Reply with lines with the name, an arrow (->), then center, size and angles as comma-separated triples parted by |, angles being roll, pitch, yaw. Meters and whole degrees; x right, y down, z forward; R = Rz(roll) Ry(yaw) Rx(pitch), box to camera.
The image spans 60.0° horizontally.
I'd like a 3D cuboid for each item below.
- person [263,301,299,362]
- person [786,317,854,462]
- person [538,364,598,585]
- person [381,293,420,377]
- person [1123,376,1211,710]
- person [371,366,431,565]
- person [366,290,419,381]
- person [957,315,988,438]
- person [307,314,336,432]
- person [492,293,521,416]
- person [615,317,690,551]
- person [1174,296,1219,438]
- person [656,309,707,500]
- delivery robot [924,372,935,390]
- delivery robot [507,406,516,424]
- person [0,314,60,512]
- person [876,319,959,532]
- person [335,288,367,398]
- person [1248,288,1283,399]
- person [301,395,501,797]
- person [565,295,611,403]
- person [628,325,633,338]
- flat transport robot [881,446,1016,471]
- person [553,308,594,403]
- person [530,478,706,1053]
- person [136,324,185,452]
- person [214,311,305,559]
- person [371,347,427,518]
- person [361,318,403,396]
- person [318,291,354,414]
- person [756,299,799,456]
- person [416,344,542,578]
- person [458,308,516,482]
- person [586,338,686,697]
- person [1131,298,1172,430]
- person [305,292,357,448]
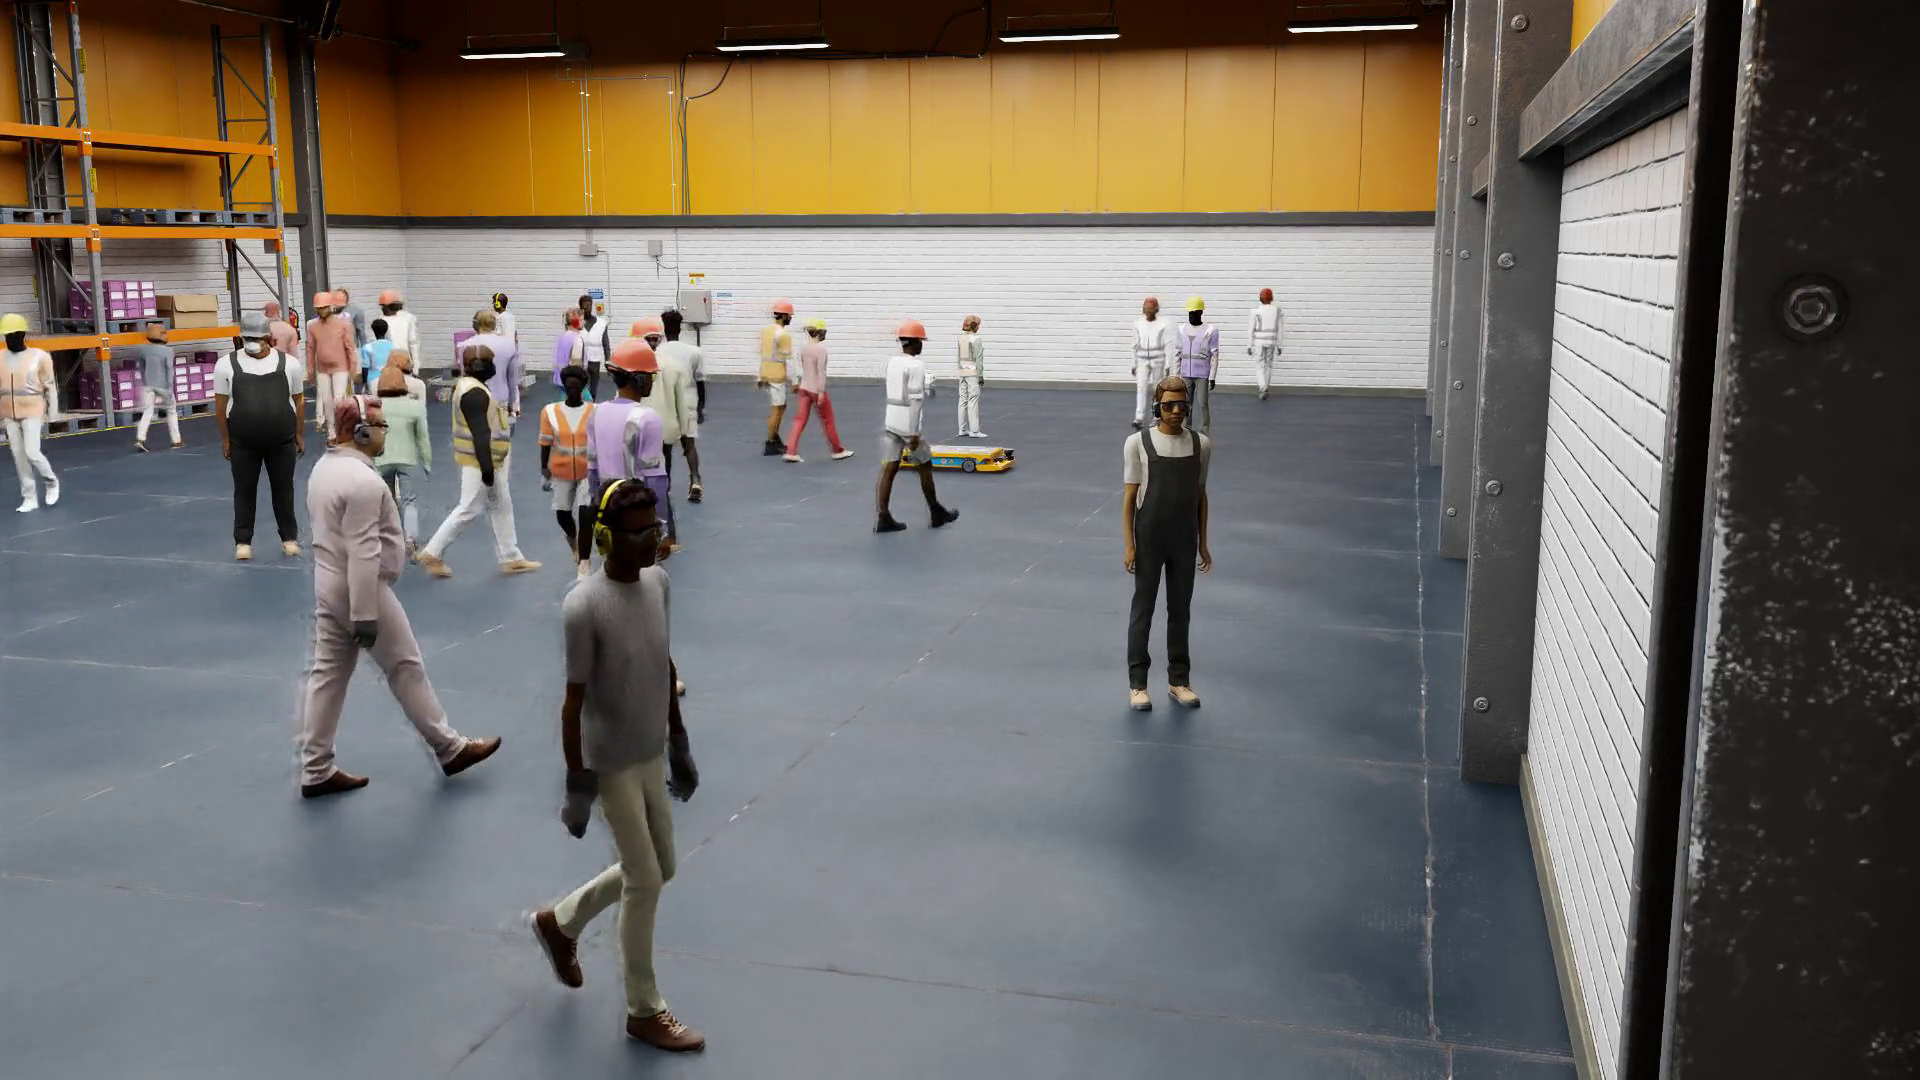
person -> -8.918, -2.179, 21.627 | 0.622, 1.857, 0.969 | -4, 11, -19
person -> -1.709, -1.776, 19.734 | 0.906, 1.716, 0.529 | -9, 14, -42
person -> -2.945, -0.530, 12.787 | 0.534, 1.672, 0.693 | -1, 10, -7
person -> -8.979, -3.057, 26.696 | 0.608, 1.812, 0.420 | -5, 11, -26
person -> 1.148, 0.018, 9.202 | 0.505, 1.846, 0.346 | -3, 10, -14
person -> -4.497, -0.585, 13.300 | 0.514, 1.601, 0.748 | -3, 10, -17
person -> -7.311, -2.232, 21.538 | 1.055, 2.004, 0.615 | 6, 12, 32
person -> 0.142, -2.184, 22.253 | 0.310, 1.640, 0.514 | -7, 12, -34
person -> -8.742, -2.428, 23.004 | 0.513, 1.864, 0.331 | -3, 11, -18
person -> -6.798, -2.748, 24.826 | 0.315, 1.860, 0.509 | 3, 10, 17
person -> -2.695, -0.913, 14.175 | 0.651, 1.942, 0.995 | -10, 14, -44
person -> 2.953, -2.092, 20.917 | 0.594, 1.926, 0.366 | 7, 12, 34
person -> -2.854, -1.367, 16.827 | 0.614, 1.931, 0.966 | -4, 11, -22
delivery robot -> -0.781, -2.704, 28.002 | 0.707, 0.478, 0.477 | 2, 10, 9
delivery robot -> -6.279, -1.734, 22.507 | 0.477, 0.478, 0.707 | -6, 12, -33
person -> -9.029, -1.220, 16.022 | 0.595, 1.912, 0.439 | 1, 10, 3
person -> -0.400, -1.029, 14.991 | 0.932, 1.891, 0.561 | -8, 13, -38
person -> -9.717, -2.996, 26.143 | 0.646, 1.888, 0.966 | 1, 10, 5
person -> 5.084, -3.255, 27.673 | 0.587, 1.871, 0.719 | -1, 10, -5
person -> -2.700, 0.249, 7.823 | 0.952, 1.860, 0.679 | -8, 13, -39
person -> -5.239, -2.508, 23.426 | 0.605, 1.880, 0.976 | -5, 11, -25
person -> -3.414, -1.472, 17.958 | 0.490, 1.727, 0.519 | -6, 11, -29
flat transport robot -> -0.128, -0.952, 19.148 | 1.431, 0.197, 0.652 | 3, 10, 15
person -> -4.433, -1.814, 19.609 | 0.704, 1.824, 0.597 | -7, 12, -35
person -> -1.129, 0.699, 5.346 | 0.674, 1.848, 0.527 | 4, 11, 22
person -> -10.069, -1.906, 20.808 | 0.503, 1.595, 0.813 | 0, 10, 2
person -> -5.714, -0.865, 13.647 | 0.682, 2.000, 0.536 | -5, 11, -27
person -> -5.223, -0.985, 15.523 | 0.502, 1.614, 0.653 | -3, 11, -19
person -> -7.211, -1.941, 20.829 | 0.558, 1.662, 0.797 | -4, 11, -23
person -> -9.403, -2.815, 25.146 | 0.954, 1.868, 0.662 | 10, 14, 43
person -> -2.220, -1.994, 20.415 | 0.610, 1.907, 0.599 | -8, 13, -38
person -> -3.763, -0.607, 12.846 | 0.888, 1.815, 0.635 | -2, 10, -13
person -> -4.889, -1.417, 17.122 | 0.650, 1.914, 0.677 | -9, 13, -41
person -> -1.829, -0.113, 9.385 | 0.610, 2.042, 0.396 | 9, 13, 41
person -> 2.653, -2.452, 23.224 | 0.602, 1.826, 0.968 | 4, 11, 20
person -> -7.987, -2.151, 21.097 | 0.641, 1.978, 0.437 | 1, 10, 7
